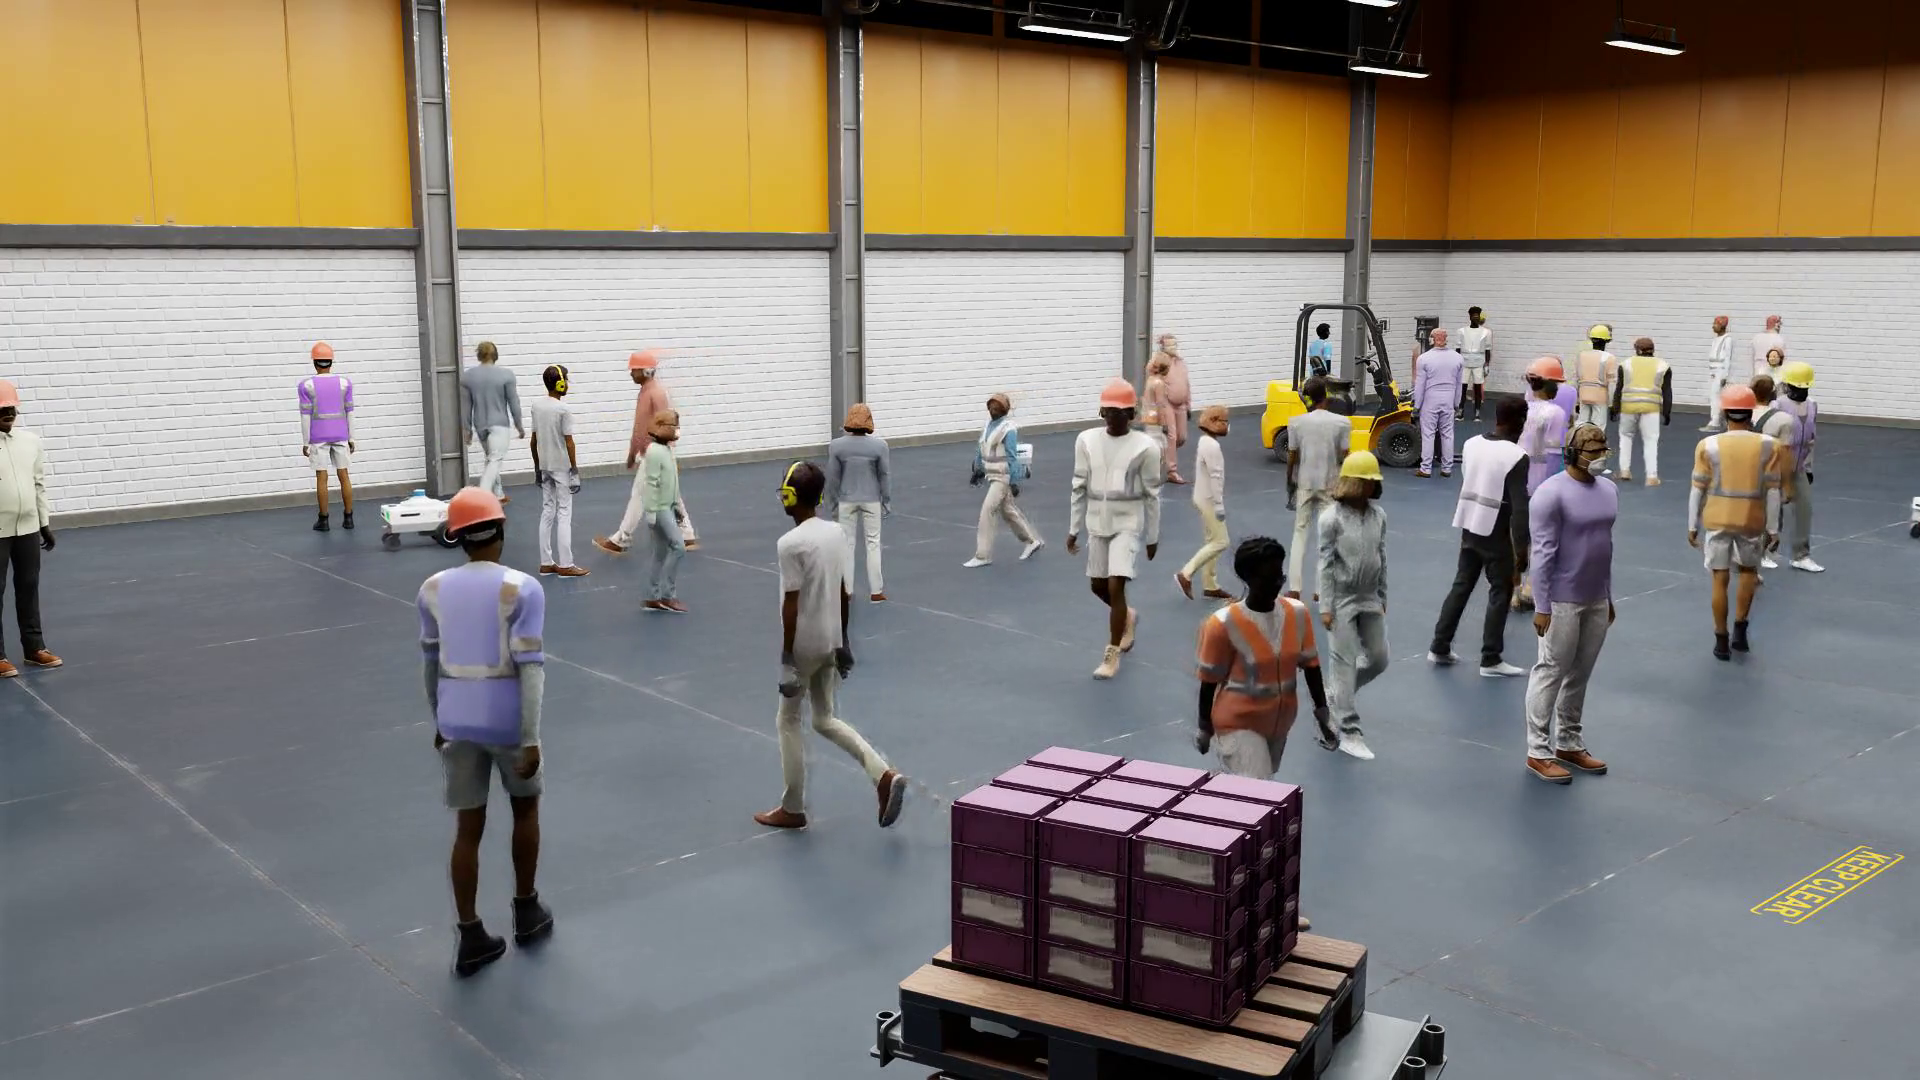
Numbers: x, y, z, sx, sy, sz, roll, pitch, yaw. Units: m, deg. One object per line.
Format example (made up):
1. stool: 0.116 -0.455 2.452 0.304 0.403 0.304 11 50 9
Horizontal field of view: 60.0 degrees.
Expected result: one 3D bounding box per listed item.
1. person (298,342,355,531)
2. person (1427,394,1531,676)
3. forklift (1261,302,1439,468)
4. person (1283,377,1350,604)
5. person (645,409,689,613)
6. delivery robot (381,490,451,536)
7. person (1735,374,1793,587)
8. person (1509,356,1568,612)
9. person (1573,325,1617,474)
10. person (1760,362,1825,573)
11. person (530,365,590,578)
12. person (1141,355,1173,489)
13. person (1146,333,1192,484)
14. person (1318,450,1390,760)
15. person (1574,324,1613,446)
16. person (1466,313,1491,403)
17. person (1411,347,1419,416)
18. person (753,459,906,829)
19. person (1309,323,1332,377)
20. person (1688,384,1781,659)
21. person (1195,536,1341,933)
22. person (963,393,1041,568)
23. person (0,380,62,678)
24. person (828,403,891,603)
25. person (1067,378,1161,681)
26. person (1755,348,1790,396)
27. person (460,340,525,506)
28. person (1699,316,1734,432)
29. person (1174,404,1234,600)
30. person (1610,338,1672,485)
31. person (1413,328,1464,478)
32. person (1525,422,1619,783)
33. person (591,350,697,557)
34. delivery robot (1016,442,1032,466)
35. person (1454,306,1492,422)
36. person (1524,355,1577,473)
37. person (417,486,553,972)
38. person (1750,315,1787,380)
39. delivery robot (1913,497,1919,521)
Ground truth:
1. person: -6.486 -1.055 17.062 0.544 1.939 0.354 -7 12 -35
2. person: 3.519 -0.028 11.172 0.512 1.897 0.725 -4 11 -23
3. forklift: 5.320 -2.157 22.763 2.313 2.155 1.214 3 10 16
4. person: 2.882 -0.387 13.435 0.587 1.846 0.357 3 10 19
5. person: -2.284 -0.224 13.110 0.525 1.610 0.538 1 10 5
6. delivery robot: -5.219 -0.244 16.083 0.707 0.478 0.477 -5 11 -27
7. person: 6.706 -0.481 13.997 0.597 1.833 0.535 -8 13 -41
8. person: 4.569 -0.428 13.120 0.521 2.025 0.627 -4 10 -21
9. person: 8.208 -1.809 21.510 0.365 1.927 0.588 -8 13 -39
10. person: 7.433 -0.644 14.820 0.667 1.877 0.779 -4 11 -23
11. person: -3.543 -0.602 14.617 0.535 1.868 0.309 6 12 33
12. person: 2.367 -1.416 20.071 0.367 1.623 0.536 0 10 -2
13. person: 2.585 -1.651 20.760 0.681 1.875 0.710 -7 12 -37
14. person: 2.231 0.347 9.454 0.501 1.733 0.557 -5 11 -27
15. person: 9.375 -2.291 24.638 0.546 1.830 0.640 3 10 18
16. person: 9.913 -3.494 31.963 0.537 1.753 0.590 -3 10 -18
17. person: 6.949 -2.322 25.107 0.465 1.790 0.532 -2 10 -9
18. person: -0.659 0.540 8.039 0.724 1.840 0.512 5 11 27
19. person: 6.058 -2.787 27.908 0.317 1.695 0.540 -4 11 -23
20. person: 5.433 -0.131 11.696 0.586 1.919 0.548 3 10 19
21. person: 1.268 0.780 7.174 0.528 1.649 0.898 -6 11 -29
22. person: 0.411 -0.558 15.149 0.794 1.594 0.531 -4 10 -22
23. person: -6.411 -0.083 11.220 0.392 1.994 0.624 5 11 25
24. person: -0.812 -0.293 13.489 0.509 1.632 0.268 0 10 3
25. person: 1.086 -0.109 11.310 0.612 2.016 0.850 6 11 30
26. person: 10.462 -1.660 21.464 0.307 1.645 0.521 -8 12 -38
27. person: -5.191 -1.246 18.316 0.639 1.904 0.976 2 10 14
28. person: 12.209 -2.656 26.646 0.543 1.872 0.580 0 10 3
29. person: 2.009 -0.294 13.526 0.459 1.621 0.532 1 10 4
30. person: 8.454 -1.603 20.665 0.712 1.801 0.727 3 10 19
31. person: 6.059 -1.737 21.163 0.640 1.904 0.409 -2 10 -10
32. person: 3.308 0.328 8.963 0.636 1.938 0.358 -6 12 -33
33. person: -2.972 -0.815 15.645 1.035 1.933 0.654 -4 10 -21
34. delivery robot: 0.578 -1.096 21.074 0.707 0.478 0.477 -8 13 -40
35. person: 8.732 -2.999 28.359 0.607 1.966 0.367 4 10 22
36. person: 5.797 -0.899 16.410 0.571 1.845 0.376 -3 10 -17
37. person: -1.907 0.740 6.677 0.559 1.887 0.711 1 10 6
38. person: 12.639 -2.559 25.965 0.402 1.904 0.651 -3 10 -17
39. delivery robot: 9.856 -0.314 16.492 0.707 0.478 0.477 -1 10 -5
